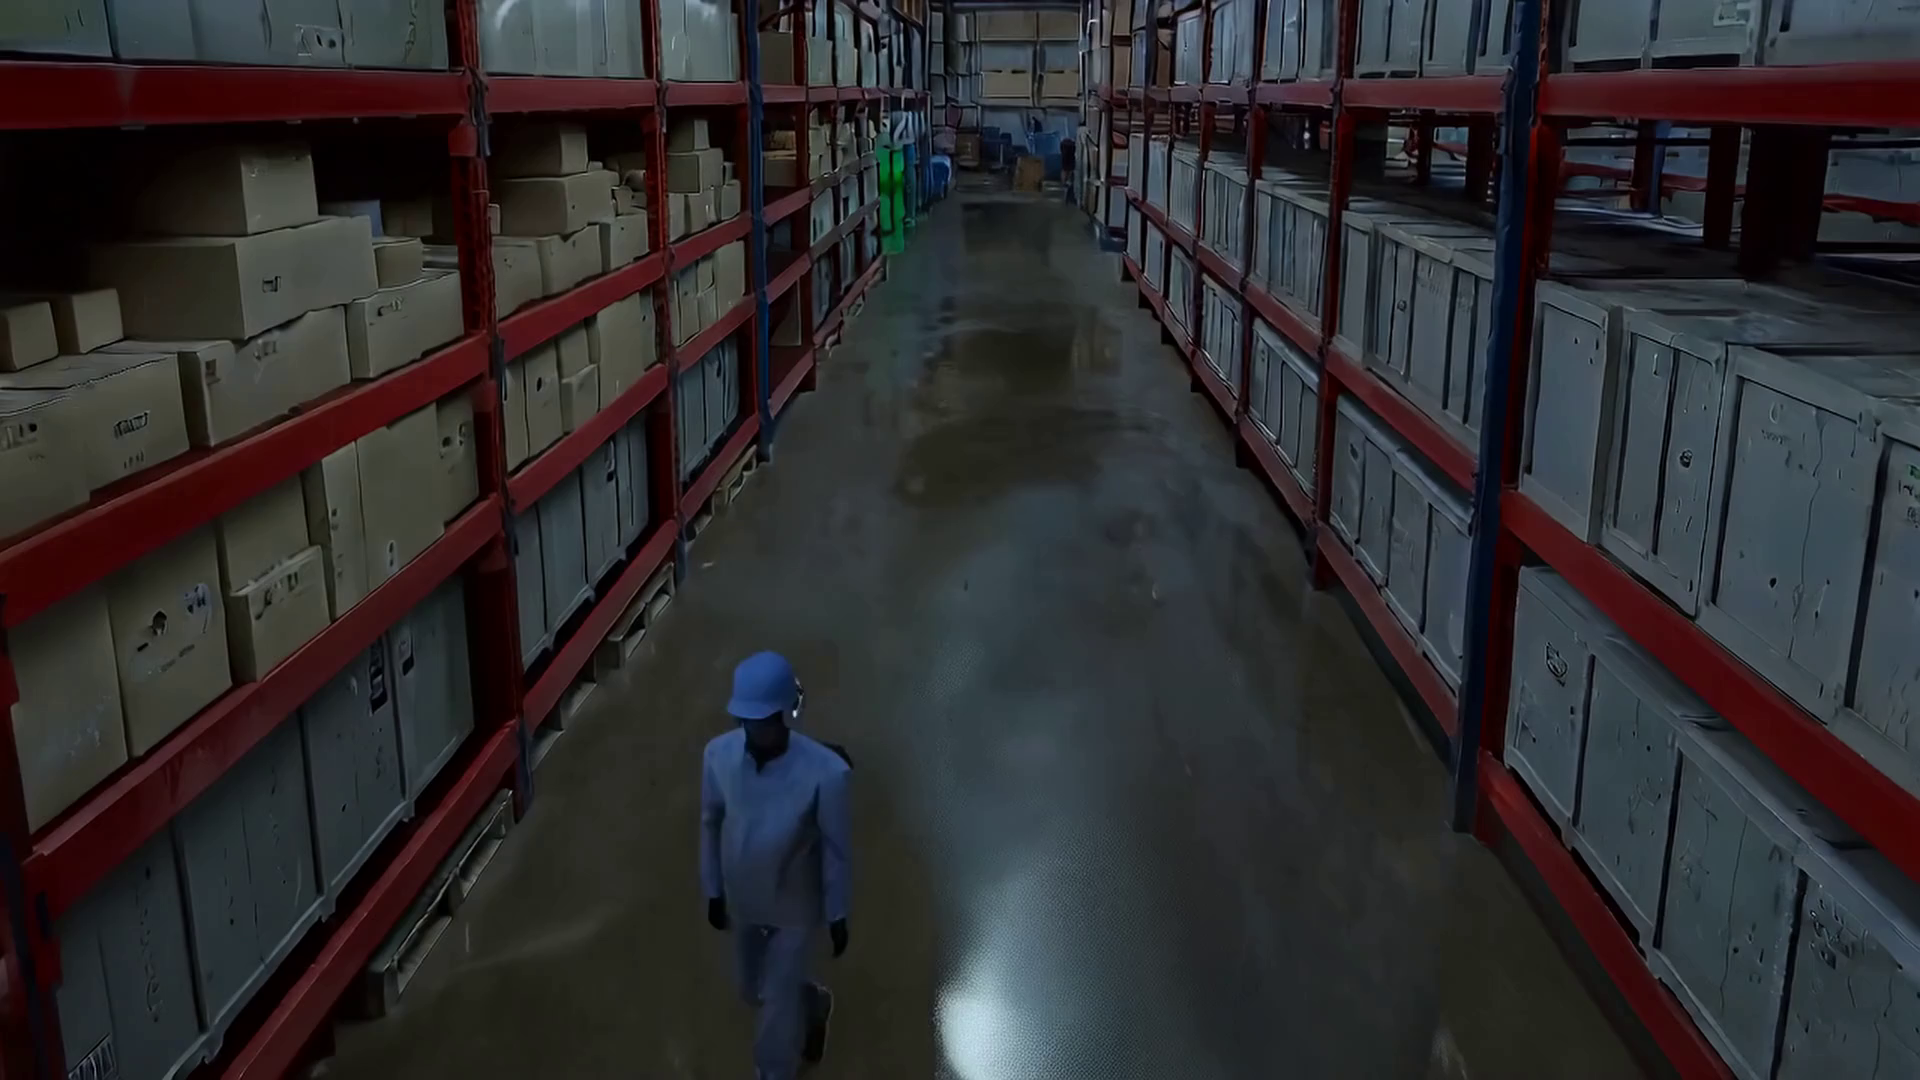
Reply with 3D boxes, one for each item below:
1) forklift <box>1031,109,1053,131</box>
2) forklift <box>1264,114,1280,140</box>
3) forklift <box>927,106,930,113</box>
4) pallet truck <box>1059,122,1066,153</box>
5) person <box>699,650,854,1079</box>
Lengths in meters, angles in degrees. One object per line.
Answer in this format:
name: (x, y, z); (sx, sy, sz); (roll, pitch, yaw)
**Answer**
forklift: (3.409, -16.577, 69.470); (1.129, 2.768, 1.873); (0, 15, 2)
forklift: (11.027, -14.001, 59.886); (1.129, 2.768, 1.873); (0, 15, 2)
forklift: (-2.001, -20.667, 84.687); (1.129, 2.768, 1.873); (0, 15, 2)
pallet truck: (5.788, -21.111, 88.014); (1.885, 1.965, 0.823); (5, 16, 18)
person: (-0.600, 1.167, 5.634); (0.570, 1.730, 0.741); (7, 17, 25)
